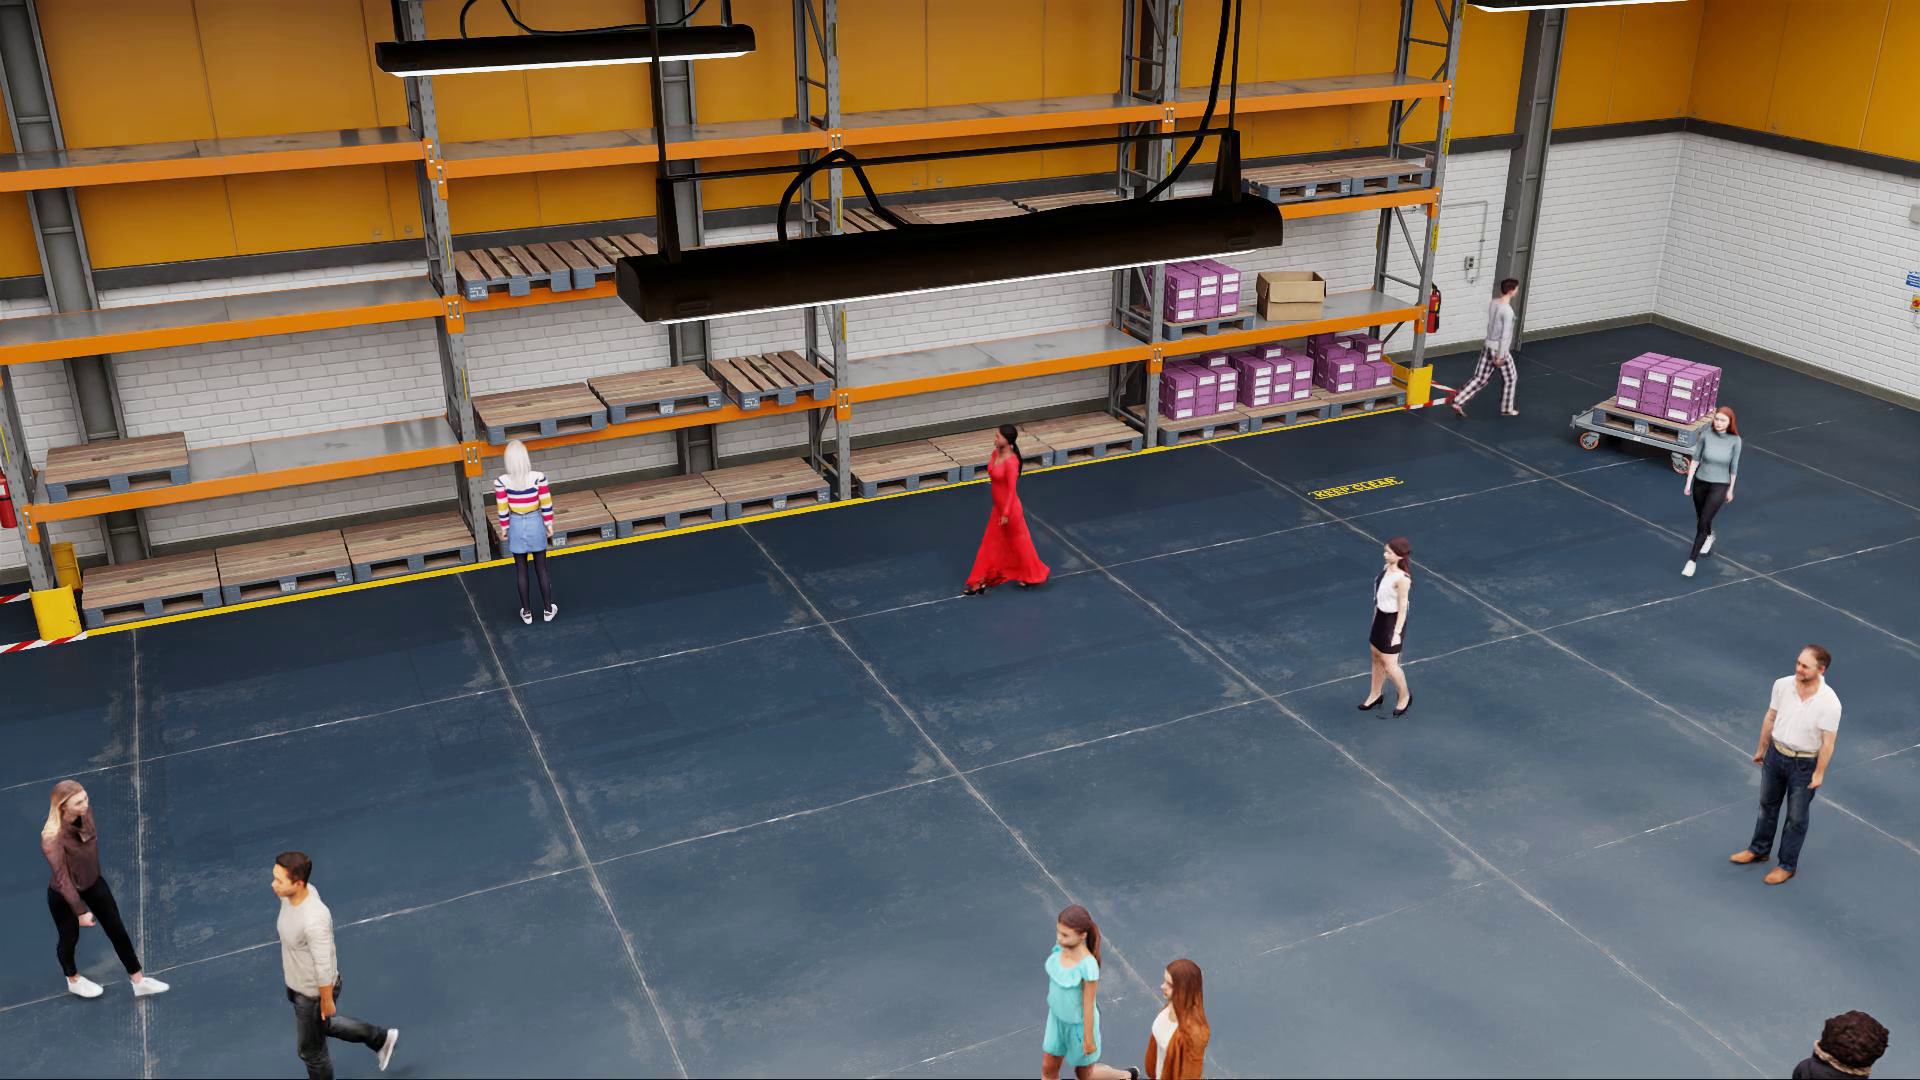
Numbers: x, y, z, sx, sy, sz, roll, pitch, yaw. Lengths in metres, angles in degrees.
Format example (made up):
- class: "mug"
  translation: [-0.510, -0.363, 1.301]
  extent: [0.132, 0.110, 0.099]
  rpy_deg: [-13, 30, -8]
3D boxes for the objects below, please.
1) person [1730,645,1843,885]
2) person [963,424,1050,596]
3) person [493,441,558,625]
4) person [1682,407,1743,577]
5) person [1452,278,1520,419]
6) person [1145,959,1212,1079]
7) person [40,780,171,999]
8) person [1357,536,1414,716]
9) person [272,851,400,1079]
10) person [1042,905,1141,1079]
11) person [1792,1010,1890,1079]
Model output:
- class: "person"
  translation: [5.929, 1.563, 11.798]
  extent: [0.548, 1.853, 0.663]
  rpy_deg: [-11, 26, -25]
- class: "person"
  translation: [0.535, -0.274, 16.138]
  extent: [1.135, 1.744, 0.655]
  rpy_deg: [-11, 26, -24]
- class: "person"
  translation: [-4.068, -0.082, 15.615]
  extent: [0.548, 1.811, 0.761]
  rpy_deg: [-5, 24, -10]
- class: "person"
  translation: [7.587, -0.528, 16.765]
  extent: [0.937, 1.707, 1.230]
  rpy_deg: [19, 30, 37]
- class: "person"
  translation: [6.634, -2.362, 20.839]
  extent: [1.192, 1.803, 0.714]
  rpy_deg: [-7, 25, -16]
- class: "person"
  translation: [1.250, 2.948, 8.832]
  extent: [1.114, 1.692, 0.717]
  rpy_deg: [-7, 25, -16]
- class: "person"
  translation: [-5.644, 2.225, 10.525]
  extent: [1.036, 1.659, 0.946]
  rpy_deg: [6, 24, 12]
- class: "person"
  translation: [3.632, 0.725, 13.973]
  extent: [0.723, 1.647, 0.647]
  rpy_deg: [-4, 24, -9]
- class: "person"
  translation: [-3.682, 2.532, 9.651]
  extent: [1.004, 1.797, 0.775]
  rpy_deg: [-17, 29, -34]
- class: "person"
  translation: [0.718, 2.733, 9.517]
  extent: [0.983, 1.537, 0.571]
  rpy_deg: [-12, 26, -26]
- class: "person"
  translation: [4.321, 3.119, 8.330]
  extent: [0.667, 1.780, 0.675]
  rpy_deg: [-18, 29, -35]
